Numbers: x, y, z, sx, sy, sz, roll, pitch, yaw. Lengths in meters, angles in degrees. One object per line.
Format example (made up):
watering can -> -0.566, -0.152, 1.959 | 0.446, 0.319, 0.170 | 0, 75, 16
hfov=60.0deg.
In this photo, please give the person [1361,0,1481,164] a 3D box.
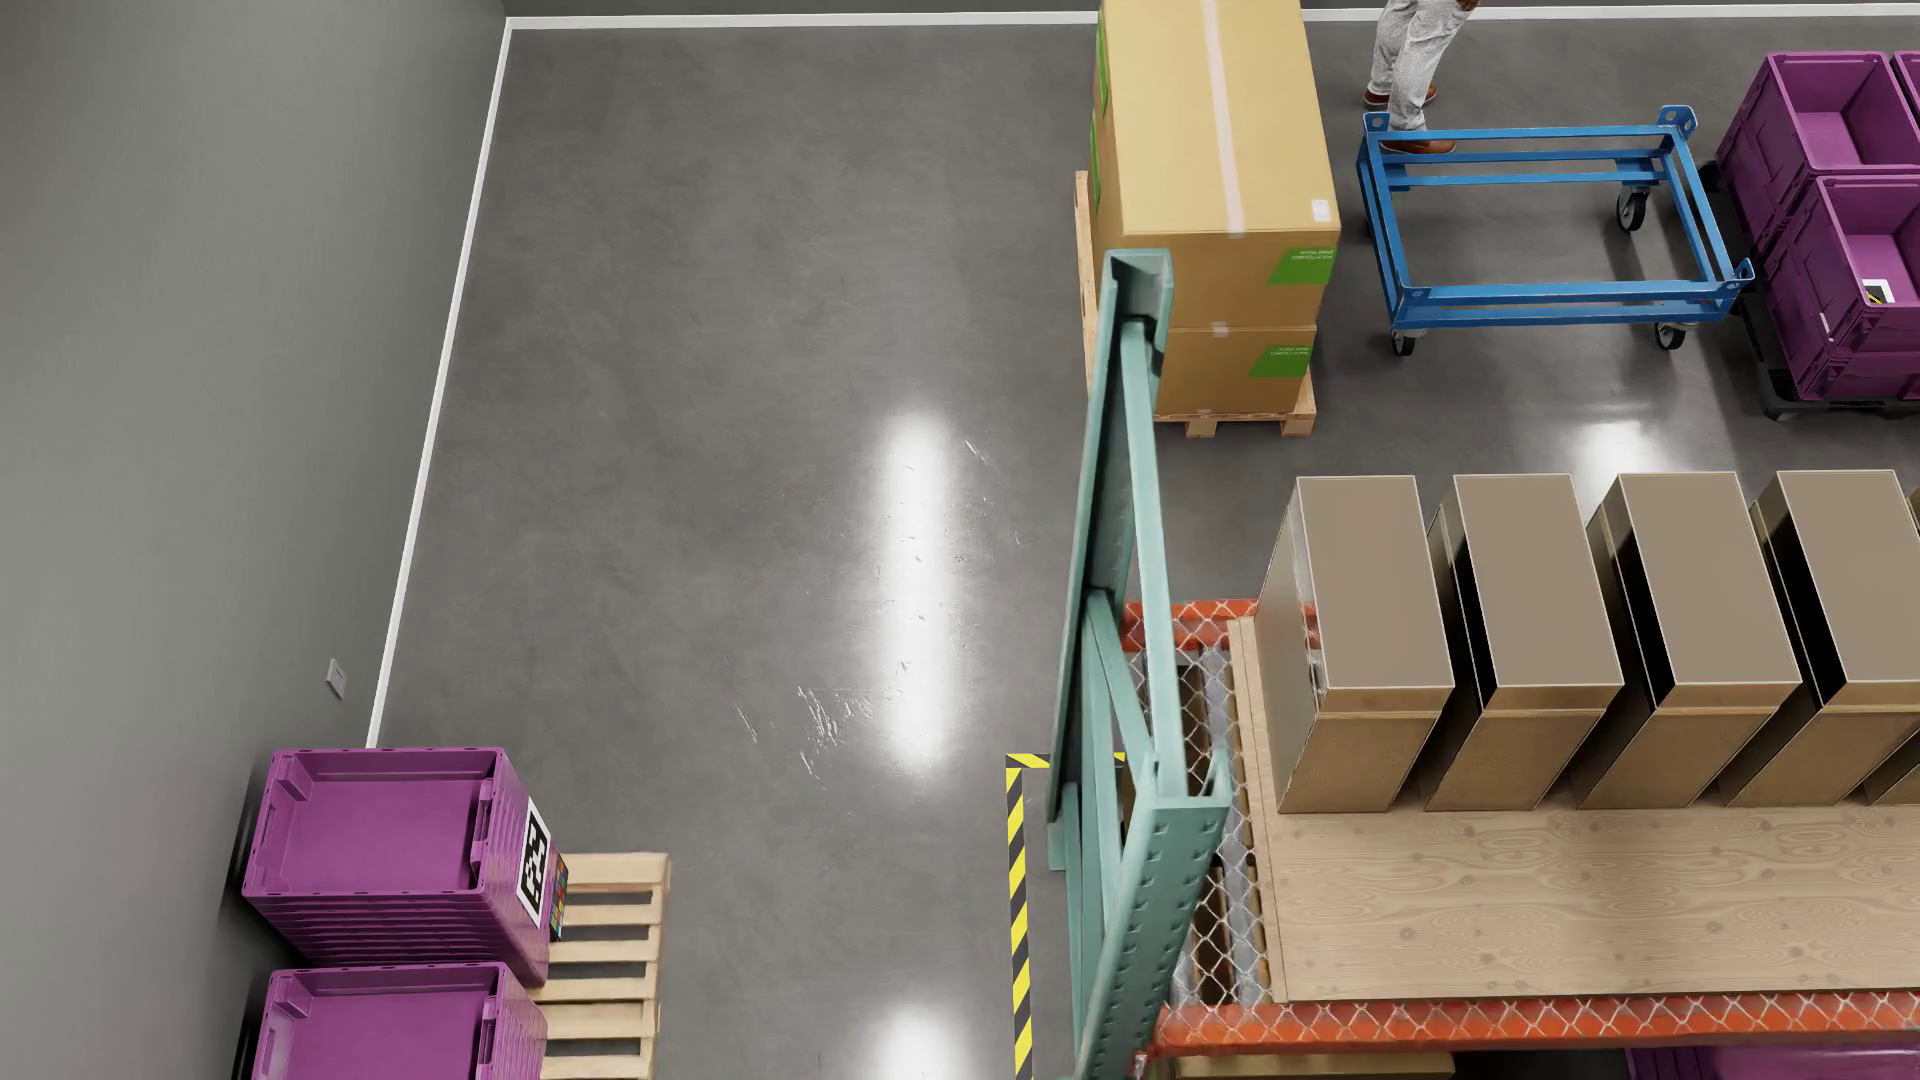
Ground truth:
person -> 1.820, -2.236, 6.074 | 0.372, 1.940, 0.629 | -3, 58, -2
